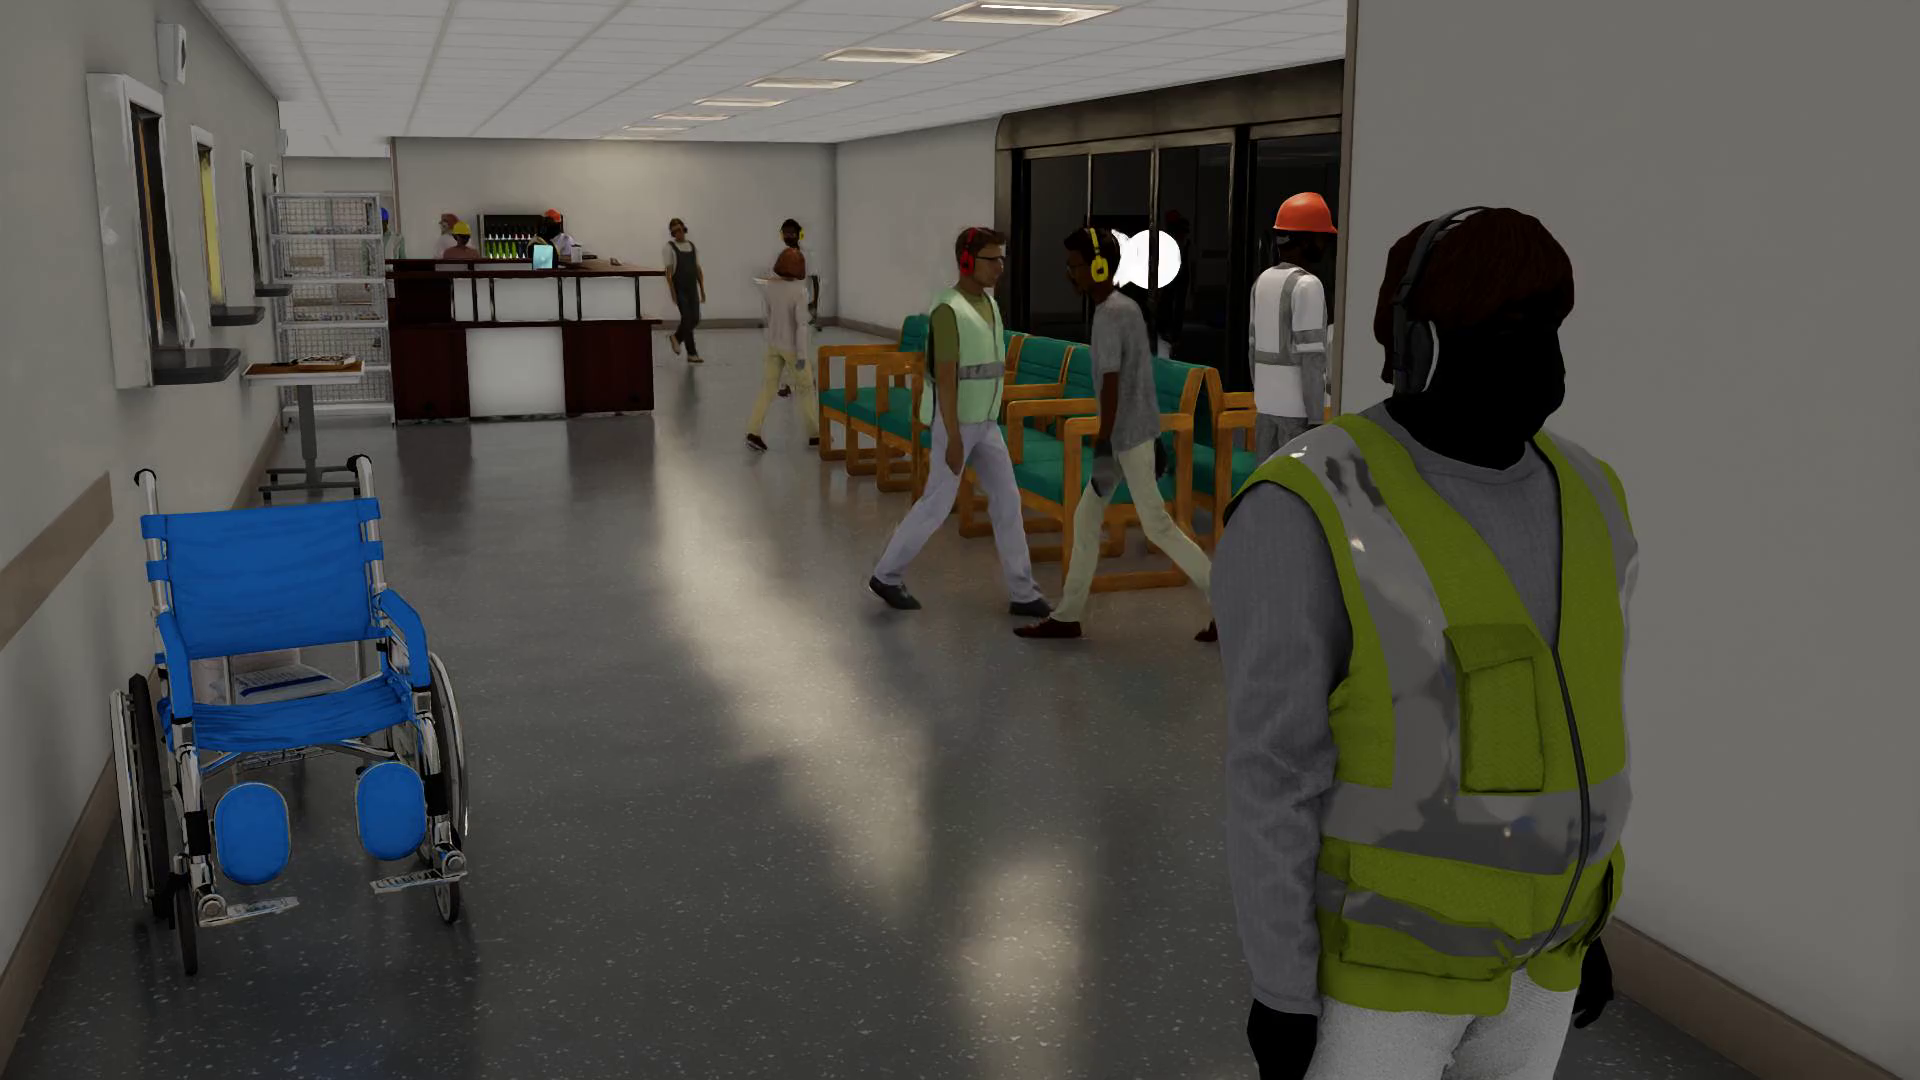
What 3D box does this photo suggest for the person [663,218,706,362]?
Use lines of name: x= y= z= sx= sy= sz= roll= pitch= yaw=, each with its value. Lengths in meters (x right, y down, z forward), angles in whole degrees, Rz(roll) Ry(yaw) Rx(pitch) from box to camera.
person: x=-3.505 y=-3.161 z=21.060 sx=0.527 sy=1.811 sz=0.716 roll=-11 pitch=15 yaw=-44

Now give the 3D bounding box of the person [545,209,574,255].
person: x=-5.656 y=-3.651 z=23.270 sx=0.545 sy=1.929 sz=0.390 roll=2 pitch=11 yaw=11

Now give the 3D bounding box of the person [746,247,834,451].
person: x=-1.378 y=-1.498 z=13.083 sx=0.515 sy=1.594 sz=0.834 roll=8 pitch=14 yaw=37

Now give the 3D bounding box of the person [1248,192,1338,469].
person: x=1.553 y=-0.625 z=7.718 sx=0.360 sy=1.936 sz=0.552 roll=-3 pitch=12 yaw=-17

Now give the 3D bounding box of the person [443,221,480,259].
person: x=-6.194 y=-3.089 z=20.808 sx=0.313 sy=1.769 sz=0.525 roll=8 pitch=14 yaw=36

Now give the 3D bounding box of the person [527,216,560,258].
person: x=-5.084 y=-3.067 z=20.526 sx=0.428 sy=1.836 sz=0.627 roll=1 pitch=11 yaw=7

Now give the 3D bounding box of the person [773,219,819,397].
person: x=-1.679 y=-2.402 z=17.198 sx=0.505 sy=1.819 sz=1.026 roll=1 pitch=11 yaw=6

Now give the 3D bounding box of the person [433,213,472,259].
person: x=-6.640 y=-3.352 z=21.872 sx=0.874 sy=1.881 sz=0.642 roll=4 pitch=12 yaw=18

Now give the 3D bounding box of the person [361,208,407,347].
person: x=-8.113 y=-3.701 z=23.474 sx=0.607 sy=1.948 sz=0.389 roll=-4 pitch=12 yaw=-20

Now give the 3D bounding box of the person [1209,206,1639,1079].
person: x=0.616 y=0.512 z=2.133 sx=0.626 sy=1.844 sz=0.429 roll=-6 pitch=13 yaw=-30

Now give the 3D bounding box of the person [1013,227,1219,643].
person: x=0.764 y=-0.422 z=7.059 sx=1.008 sy=1.808 sz=0.537 roll=1 pitch=11 yaw=7

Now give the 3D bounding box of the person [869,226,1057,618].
person: x=-0.003 y=-0.525 z=7.617 sx=0.973 sy=1.798 sz=0.586 roll=5 pitch=12 yaw=25
